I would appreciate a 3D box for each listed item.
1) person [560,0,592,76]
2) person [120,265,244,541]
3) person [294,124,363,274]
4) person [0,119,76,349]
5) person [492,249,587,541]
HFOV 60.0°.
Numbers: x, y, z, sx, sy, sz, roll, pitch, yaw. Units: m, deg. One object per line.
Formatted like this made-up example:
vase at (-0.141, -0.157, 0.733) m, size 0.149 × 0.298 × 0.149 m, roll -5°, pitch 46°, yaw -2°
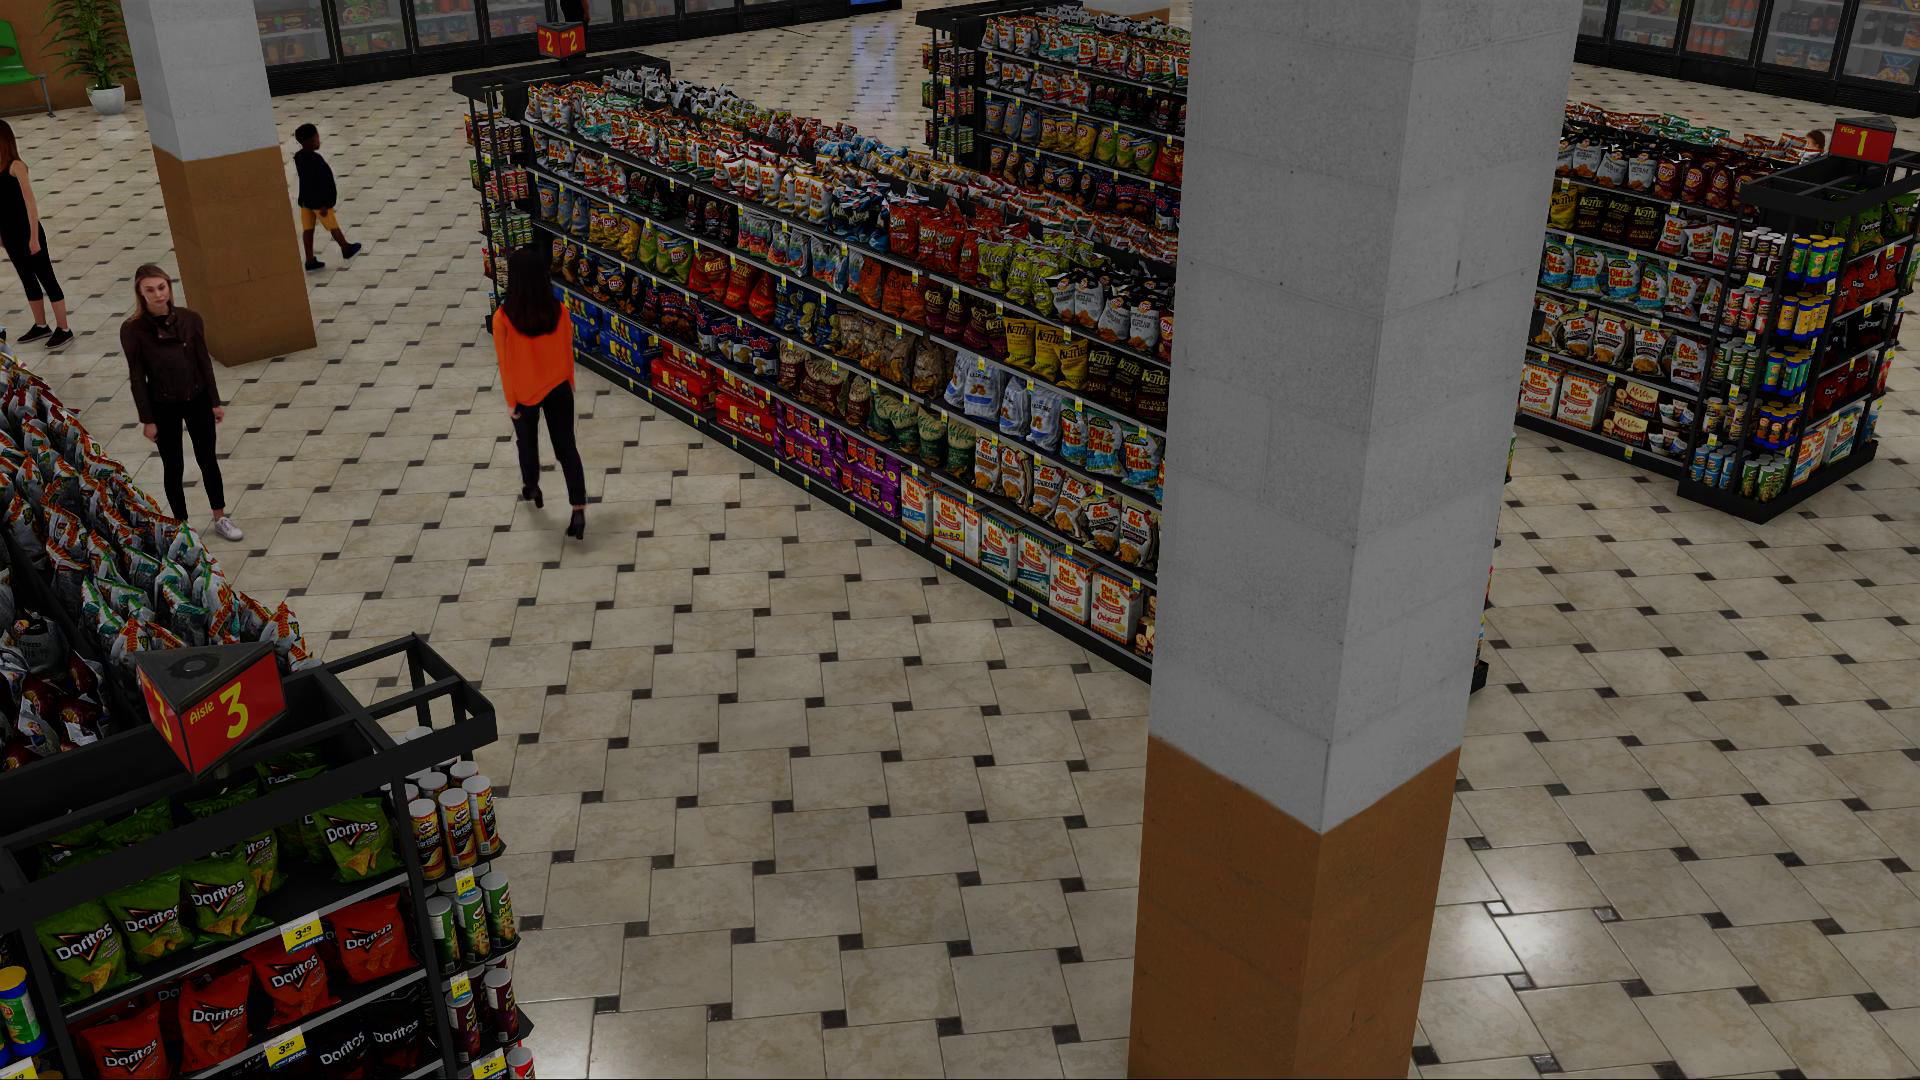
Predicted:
person at (-4.957, -6.820, 21.379) m, size 0.731 × 1.819 × 0.498 m, roll -23°, pitch 35°, yaw -38°
person at (-4.487, -0.764, 9.563) m, size 0.609 × 1.704 × 0.495 m, roll -22°, pitch 34°, yaw -37°
person at (-5.610, -2.921, 14.327) m, size 0.840 × 1.243 × 0.796 m, roll 11°, pitch 29°, yaw 20°
person at (-7.113, -2.334, 12.635) m, size 0.568 × 1.726 × 0.693 m, roll 12°, pitch 29°, yaw 22°
person at (-2.384, -0.796, 9.629) m, size 0.740 × 1.702 × 1.145 m, roll -16°, pitch 31°, yaw -28°
